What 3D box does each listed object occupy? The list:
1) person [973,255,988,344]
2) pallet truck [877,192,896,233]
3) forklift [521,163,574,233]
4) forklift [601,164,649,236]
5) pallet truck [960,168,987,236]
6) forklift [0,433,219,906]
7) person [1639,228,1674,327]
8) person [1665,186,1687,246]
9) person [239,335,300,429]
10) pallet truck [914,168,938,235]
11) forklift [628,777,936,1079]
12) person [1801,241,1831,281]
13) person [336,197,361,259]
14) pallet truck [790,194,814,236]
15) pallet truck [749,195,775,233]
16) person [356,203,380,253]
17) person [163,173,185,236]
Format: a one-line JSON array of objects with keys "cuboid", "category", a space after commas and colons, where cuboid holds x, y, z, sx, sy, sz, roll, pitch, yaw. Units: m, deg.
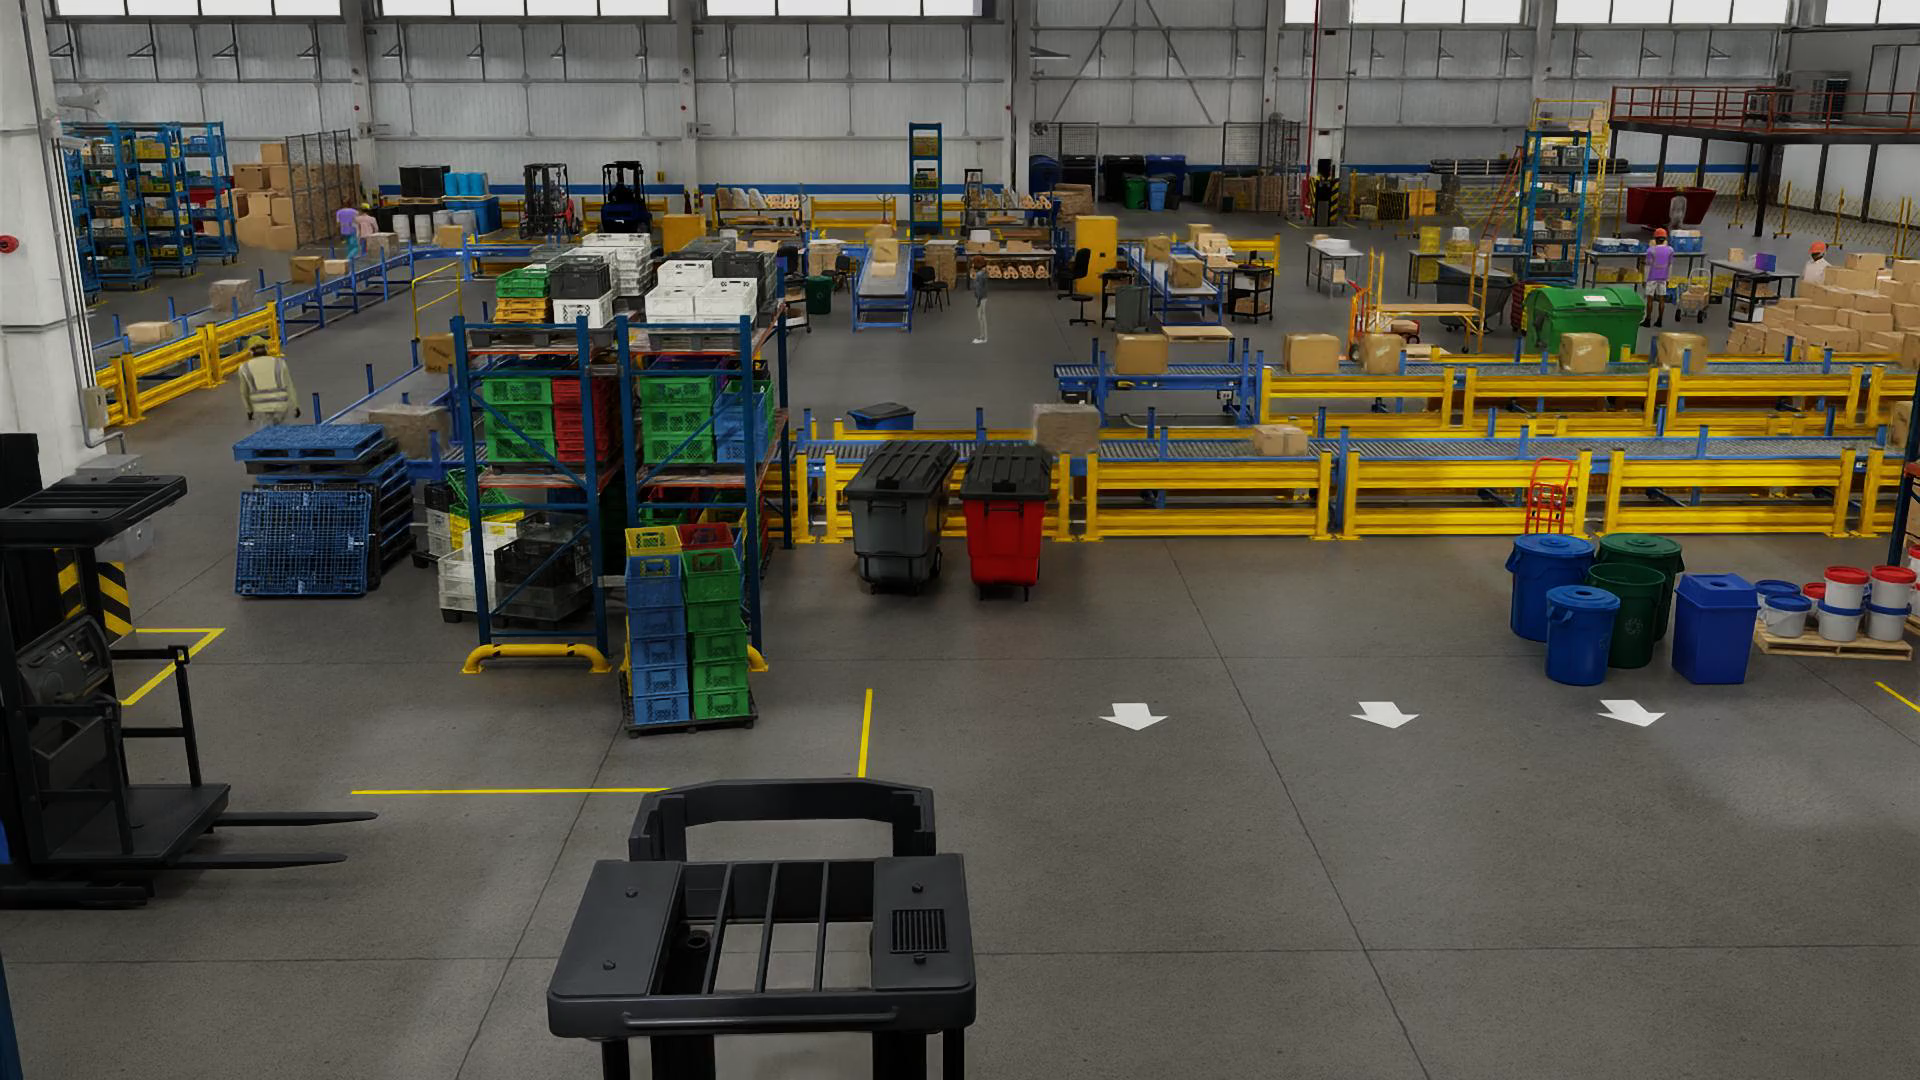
[{"cuboid": [0.371, -4.456, 30.803, 0.282, 1.624, 0.494, 0, 16, 0], "category": "person"}, {"cuboid": [-2.277, -9.986, 50.594, 0.653, 1.274, 1.630, 0, 16, -1], "category": "pallet truck"}, {"cuboid": [-12.233, -10.122, 49.298, 1.157, 1.987, 2.680, 0, 16, -1], "category": "forklift"}, {"cuboid": [-9.948, -10.127, 49.296, 1.157, 1.987, 2.680, -1, 16, -3], "category": "forklift"}, {"cuboid": [0.383, -10.230, 50.206, 0.823, 1.965, 1.885, -1, 16, -3], "category": "pallet truck"}, {"cuboid": [-5.952, 0.780, 10.366, 1.873, 2.768, 1.129, 0, 16, -1], "category": "forklift"}, {"cuboid": [13.658, -5.139, 32.613, 0.545, 1.940, 0.352, -1, 16, -4], "category": "person"}, {"cuboid": [20.061, -9.058, 46.639, 0.508, 1.713, 0.782, -2, 16, -5], "category": "person"}, {"cuboid": [-8.663, -1.688, 20.914, 0.653, 1.770, 0.874, -6, 17, -21], "category": "person"}, {"cuboid": [-0.989, -10.316, 50.507, 0.823, 1.965, 1.885, 1, 16, 3], "category": "pallet truck"}, {"cuboid": [-0.542, 2.165, 5.552, 1.129, 2.768, 1.873, -1, 16, -2], "category": "forklift"}, {"cuboid": [15.259, -4.354, 29.788, 0.377, 1.995, 0.611, -5, 17, -18], "category": "person"}, {"cuboid": [-15.236, -7.627, 41.455, 0.586, 1.828, 0.646, 3, 16, 10], "category": "person"}, {"cuboid": [-4.814, -9.883, 50.259, 0.704, 1.261, 1.522, -1, 16, -3], "category": "pallet truck"}, {"cuboid": [-6.051, -9.967, 50.660, 0.680, 1.201, 1.601, 0, 16, -1], "category": "pallet truck"}, {"cuboid": [-14.468, -7.396, 40.832, 0.549, 1.720, 0.879, 4, 17, 13], "category": "person"}, {"cuboid": [-22.812, -9.685, 48.333, 0.611, 1.987, 0.392, 2, 16, 5], "category": "person"}]
